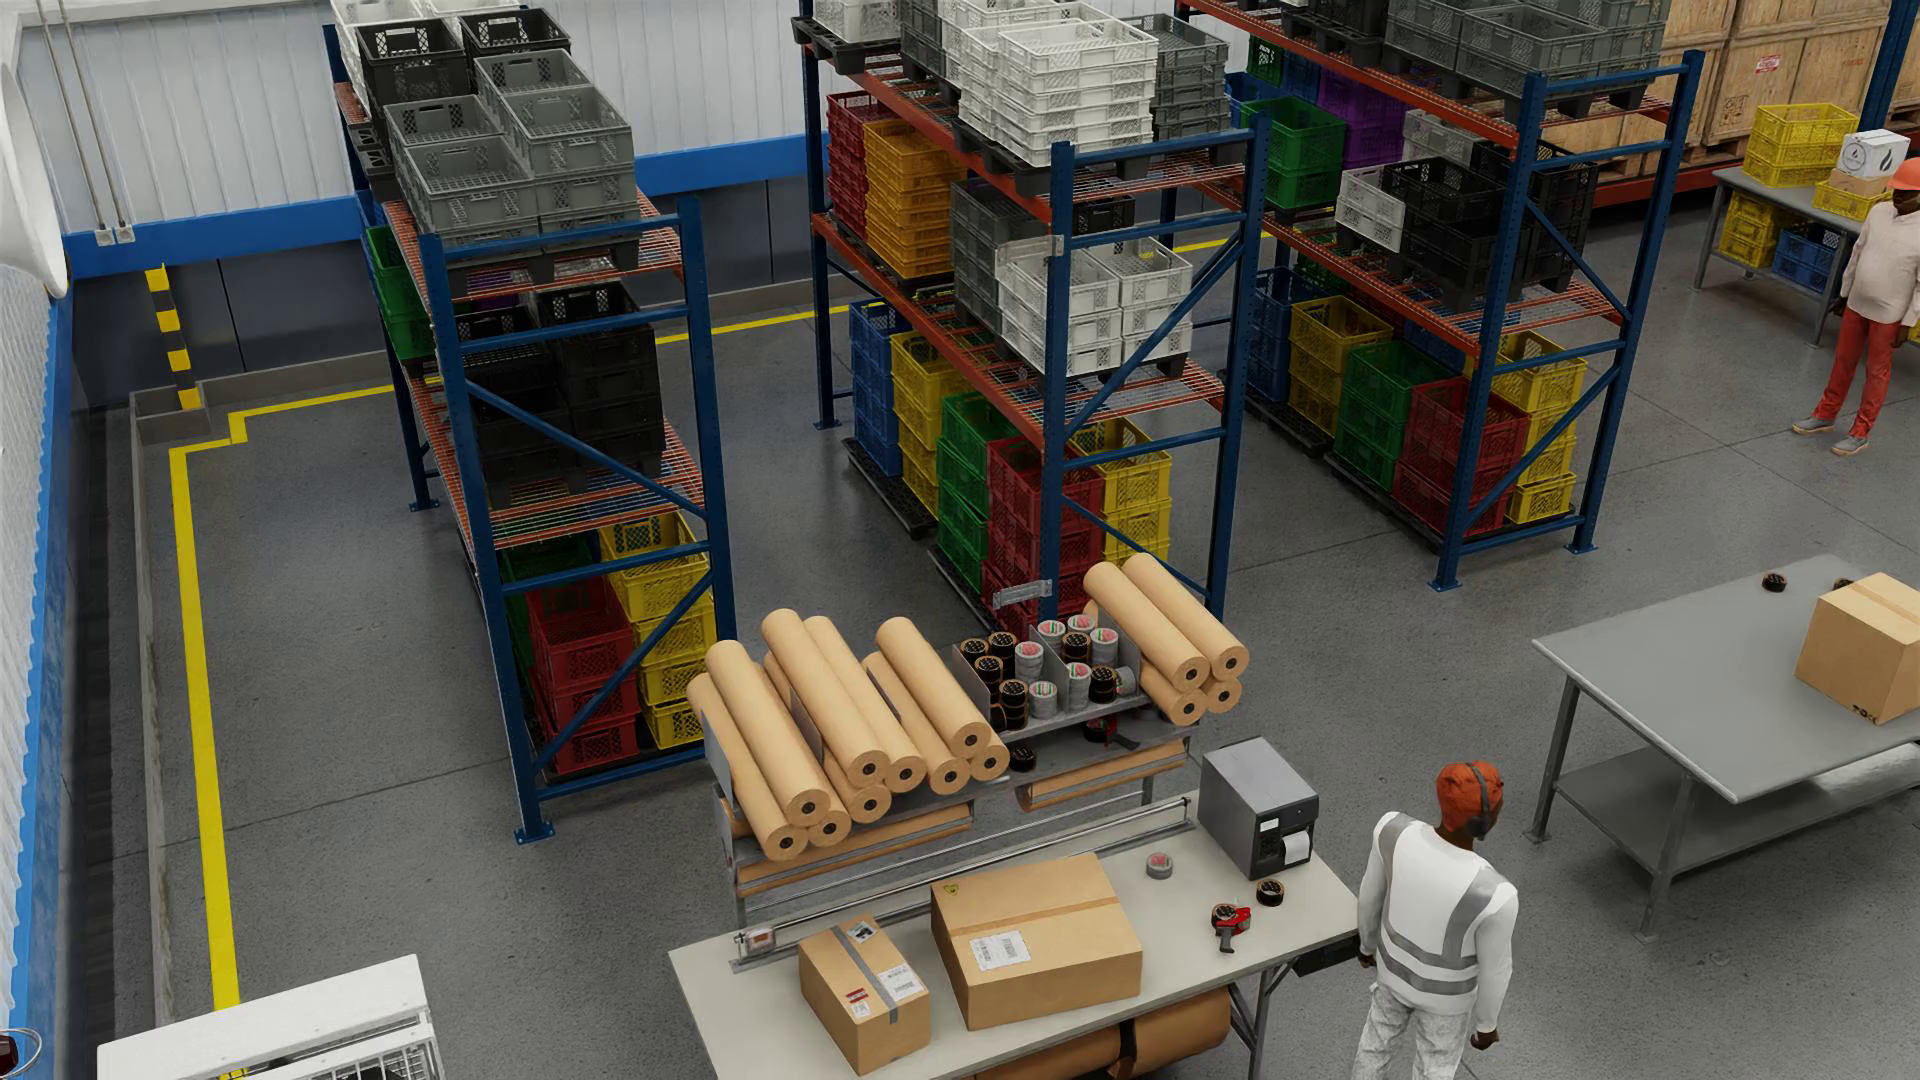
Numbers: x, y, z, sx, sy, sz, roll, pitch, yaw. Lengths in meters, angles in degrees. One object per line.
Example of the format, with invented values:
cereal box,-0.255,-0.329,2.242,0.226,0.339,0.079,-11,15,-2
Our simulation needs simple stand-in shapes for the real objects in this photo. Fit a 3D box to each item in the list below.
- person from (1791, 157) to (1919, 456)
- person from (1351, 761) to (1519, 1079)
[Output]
person,5.939,-1.511,10.779,0.375,1.995,0.609,-12,33,-18
person,1.661,1.554,5.906,0.340,1.881,0.582,-24,39,-34
